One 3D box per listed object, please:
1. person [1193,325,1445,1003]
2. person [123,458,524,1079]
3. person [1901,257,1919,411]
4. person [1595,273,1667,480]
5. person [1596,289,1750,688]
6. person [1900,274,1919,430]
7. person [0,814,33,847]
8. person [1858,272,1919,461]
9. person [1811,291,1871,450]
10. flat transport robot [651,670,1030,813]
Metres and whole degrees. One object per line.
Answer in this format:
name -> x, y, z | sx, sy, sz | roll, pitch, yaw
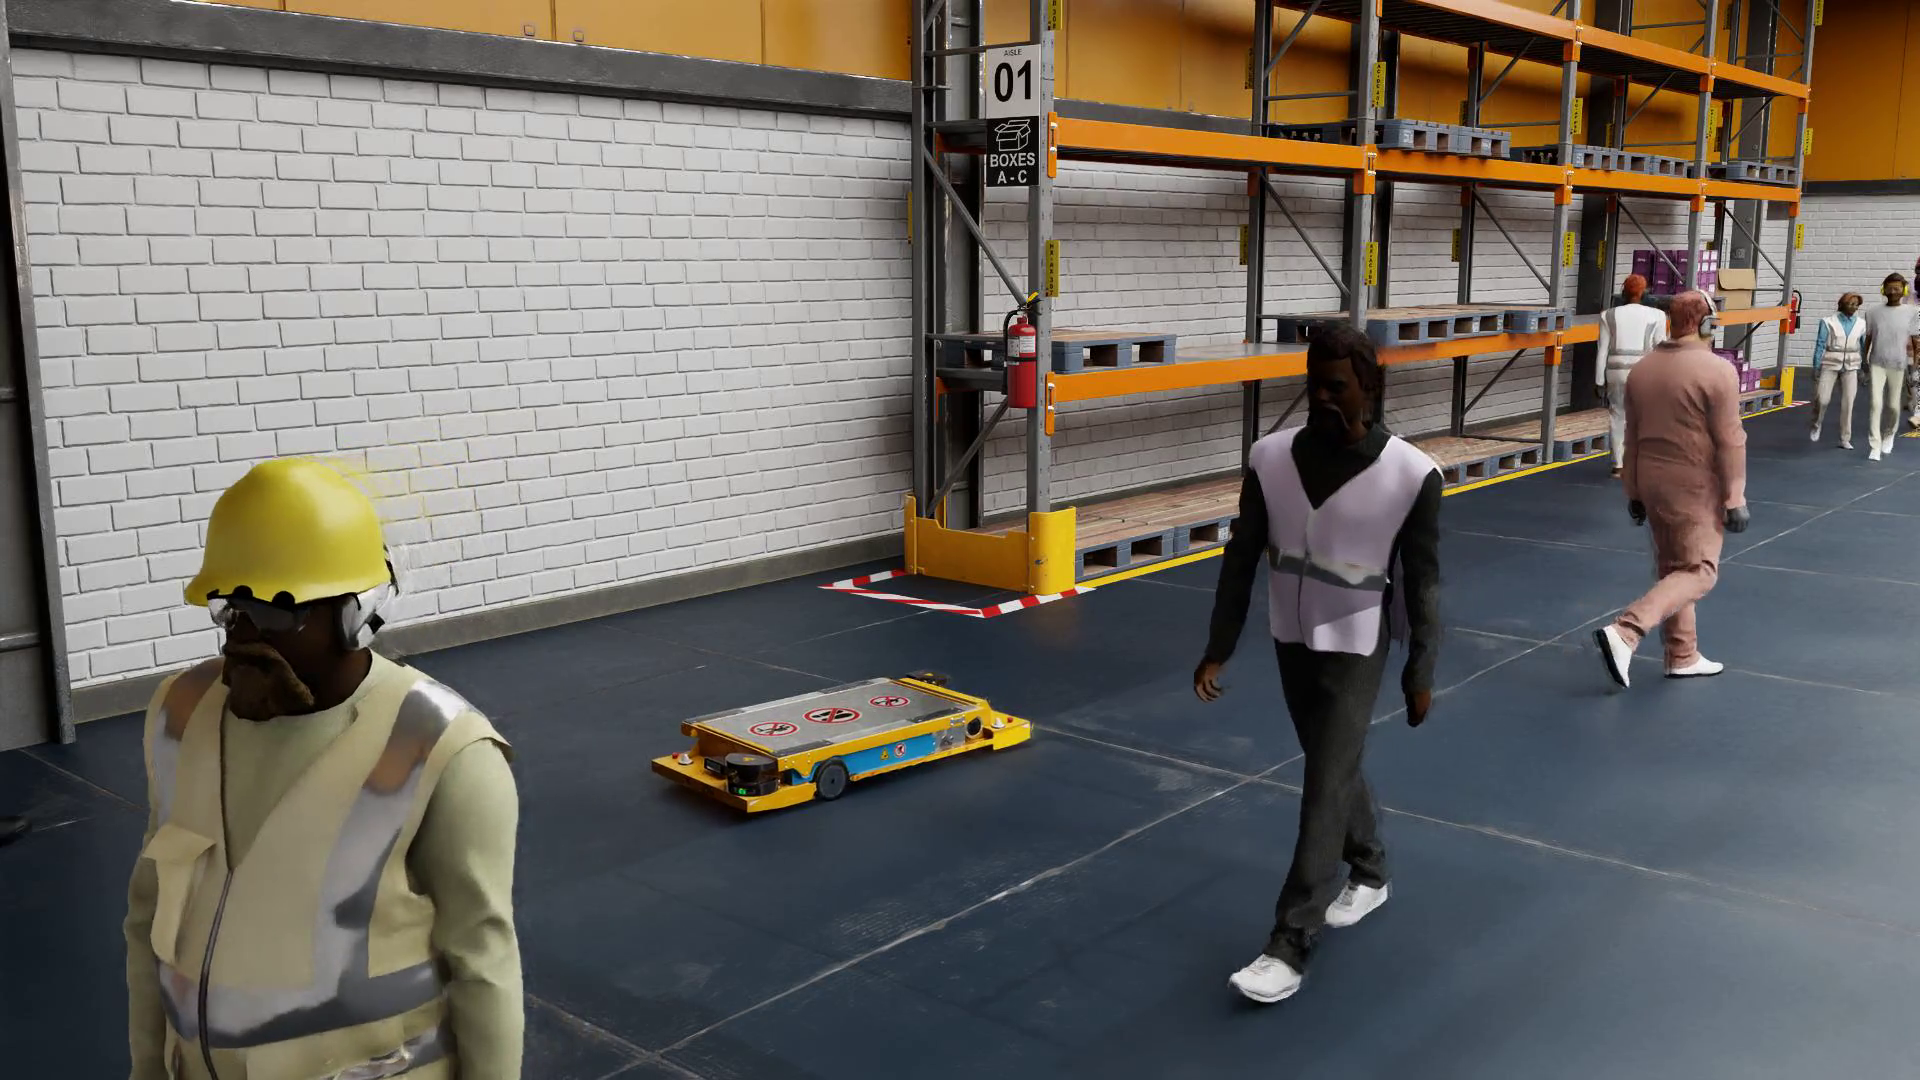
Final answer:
person -> 1.048, 0.318, 4.801 | 0.603, 1.859, 1.030 | 9, 14, 43
person -> -0.899, 0.754, 2.480 | 0.593, 1.803, 0.830 | 4, 11, 22
person -> 12.397, -2.694, 21.553 | 0.621, 1.994, 1.012 | 3, 10, 18
person -> 5.960, -1.439, 14.809 | 0.583, 1.862, 0.820 | 5, 11, 25
person -> 3.363, -0.232, 7.837 | 0.769, 1.885, 0.650 | -3, 10, -15
person -> 10.913, -2.139, 18.943 | 0.969, 1.794, 0.633 | -9, 13, -41
person -> -3.583, 0.142, 5.629 | 0.797, 1.903, 0.548 | -8, 13, -39
person -> 9.219, -1.725, 16.496 | 0.521, 1.842, 0.841 | 6, 12, 30
person -> 9.149, -1.764, 17.289 | 0.556, 1.631, 0.436 | 2, 10, 10
flat transport robot -> -0.452, 0.779, 6.680 | 1.431, 0.197, 0.652 | -9, 13, -41
